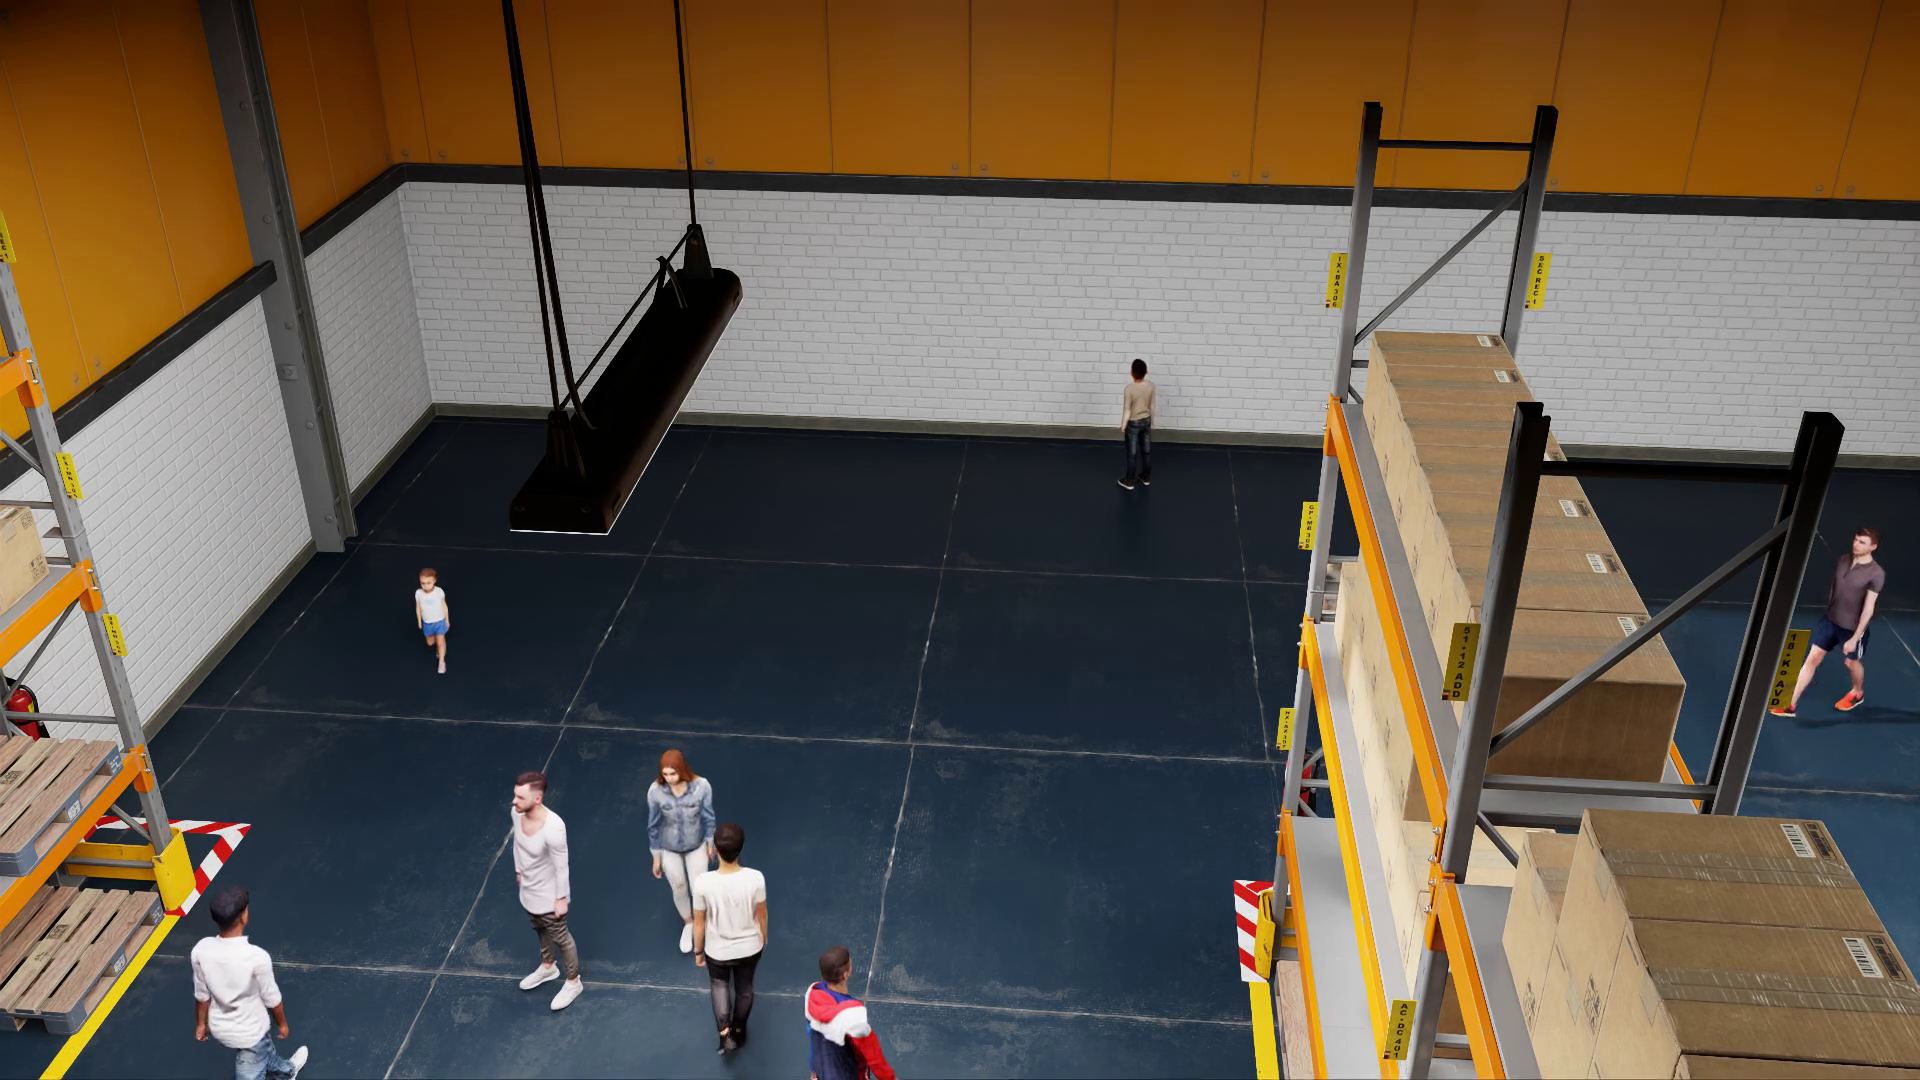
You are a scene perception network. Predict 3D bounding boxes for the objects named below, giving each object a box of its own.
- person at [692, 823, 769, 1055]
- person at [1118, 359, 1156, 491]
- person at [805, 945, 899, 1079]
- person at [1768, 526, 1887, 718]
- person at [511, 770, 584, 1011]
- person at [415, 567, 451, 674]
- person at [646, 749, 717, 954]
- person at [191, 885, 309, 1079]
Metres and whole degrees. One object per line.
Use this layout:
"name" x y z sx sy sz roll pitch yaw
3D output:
"person" -1.433 2.606 10.594 0.732 1.702 0.812 -6 29 -10
"person" 1.919 -1.253 17.918 0.632 1.462 0.644 -13 31 -22
"person" -0.757 3.149 9.598 1.212 1.703 1.183 -20 34 -32
"person" 7.509 0.715 13.958 1.104 1.800 1.249 -11 31 -19
"person" -2.766 2.284 11.040 0.752 1.840 0.766 22 35 34
"person" -4.688 0.679 14.843 0.489 1.016 0.604 -3 29 -6
"person" -1.923 2.089 11.562 0.659 1.683 0.668 -3 29 -6
"person" -4.319 2.964 9.902 0.839 1.737 1.227 6 29 10
